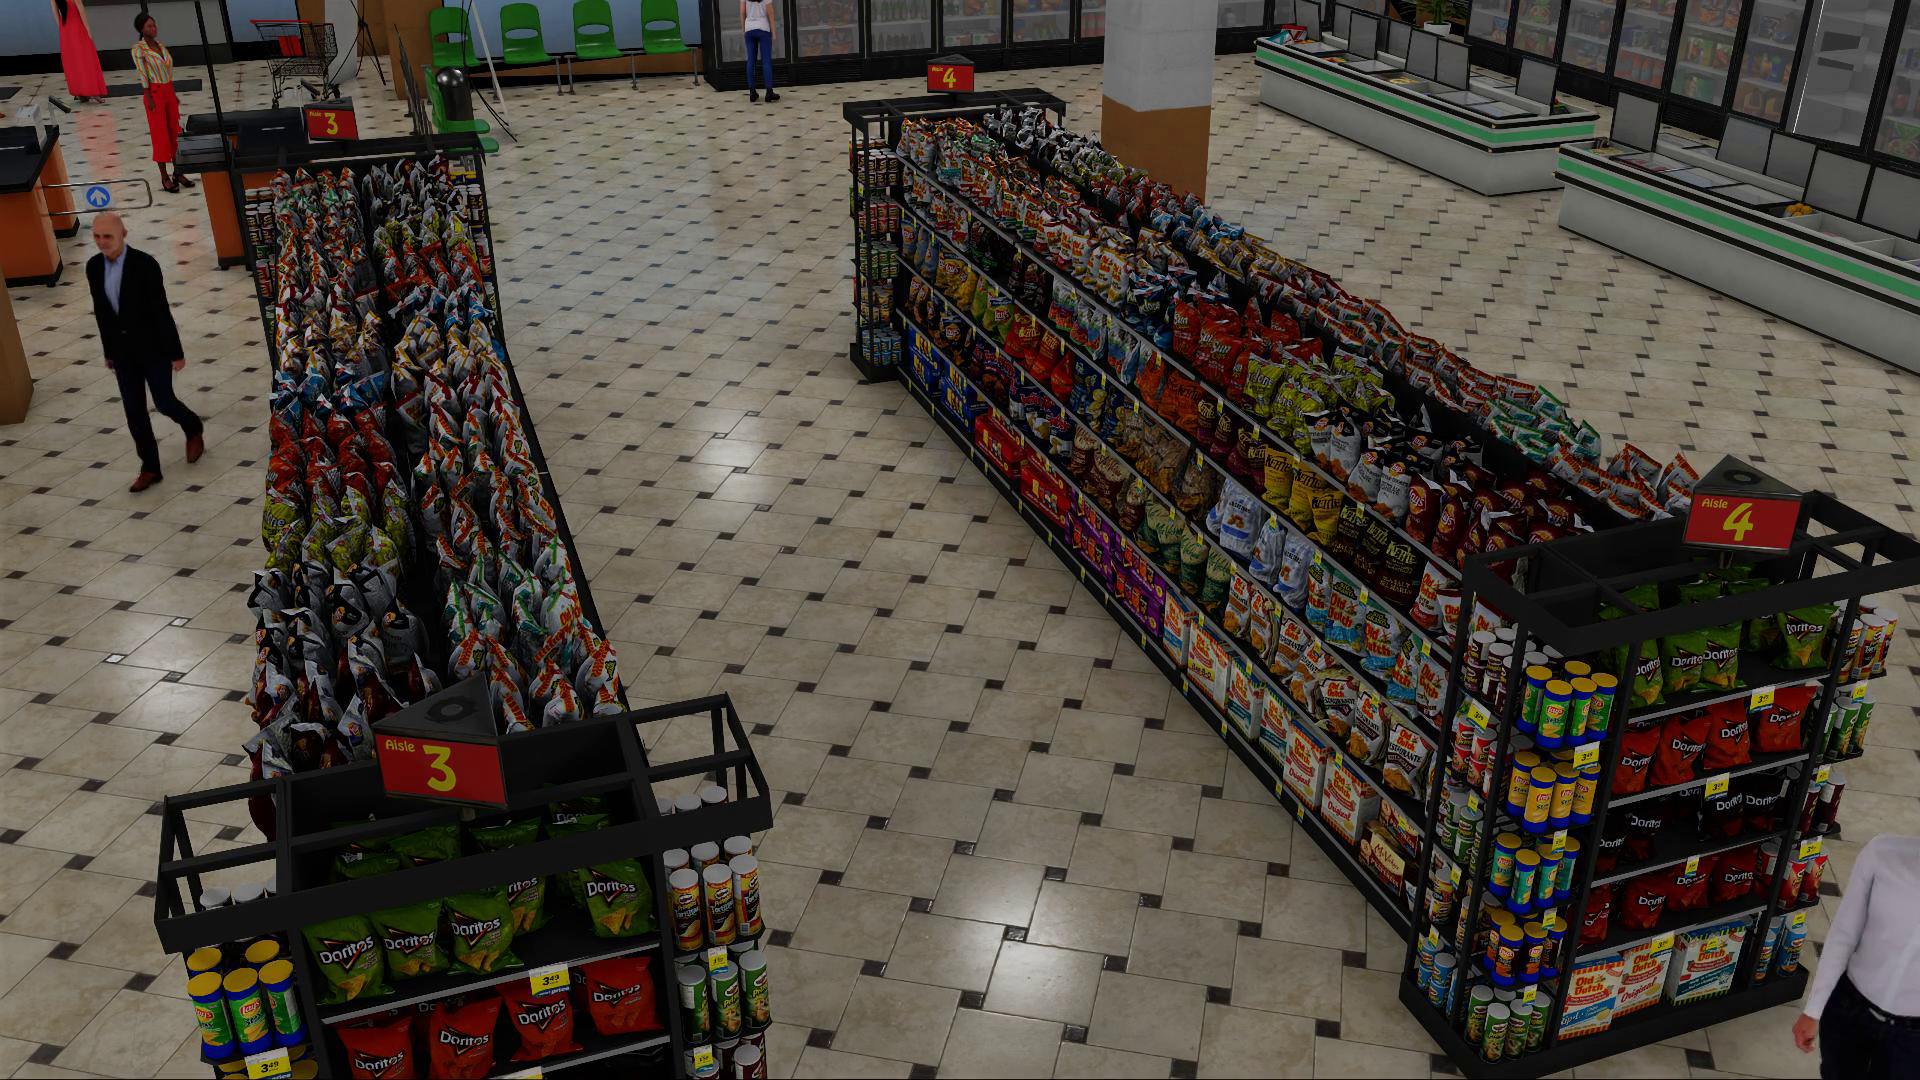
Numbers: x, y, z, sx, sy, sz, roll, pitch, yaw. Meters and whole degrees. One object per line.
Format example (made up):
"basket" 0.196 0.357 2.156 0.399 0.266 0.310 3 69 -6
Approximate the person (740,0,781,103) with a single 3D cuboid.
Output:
"person" -2.549 -6.386 20.983 0.684 1.685 0.716 8 28 15

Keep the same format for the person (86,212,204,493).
"person" -5.260 -1.262 10.768 0.967 1.785 1.110 3 27 6

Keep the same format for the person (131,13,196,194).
"person" -8.246 -4.509 17.163 0.744 1.792 0.660 8 28 16

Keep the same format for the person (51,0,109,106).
"person" -11.122 -6.357 20.881 0.712 1.725 0.731 5 27 9

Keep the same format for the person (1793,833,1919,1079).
"person" 2.994 1.462 5.335 1.246 1.841 1.076 22 34 37
